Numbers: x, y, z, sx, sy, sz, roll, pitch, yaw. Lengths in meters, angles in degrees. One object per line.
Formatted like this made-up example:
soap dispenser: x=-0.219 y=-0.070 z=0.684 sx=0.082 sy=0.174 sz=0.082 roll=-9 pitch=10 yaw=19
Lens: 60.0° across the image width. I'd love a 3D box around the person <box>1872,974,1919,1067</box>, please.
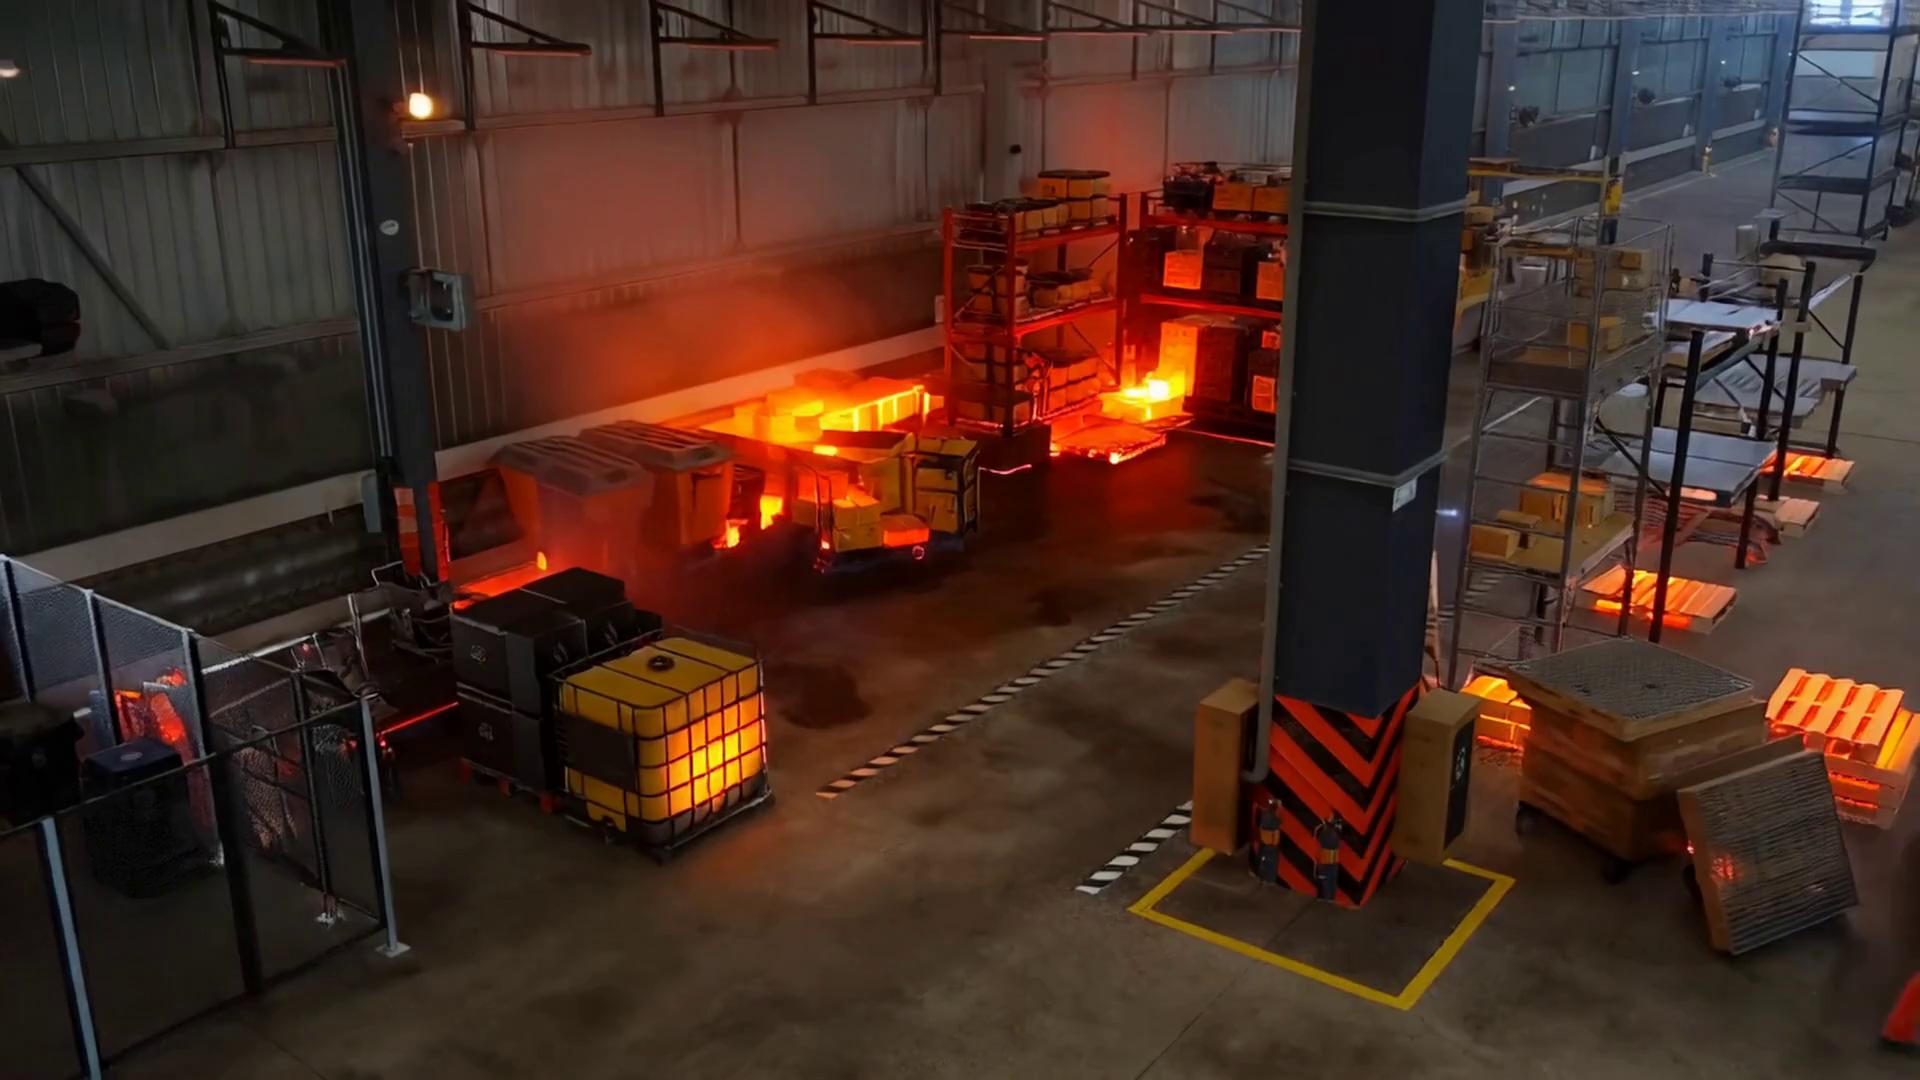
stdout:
person: x=5.550 y=2.057 z=8.903 sx=1.017 sy=1.889 sz=0.648 roll=5 pitch=19 yaw=16
